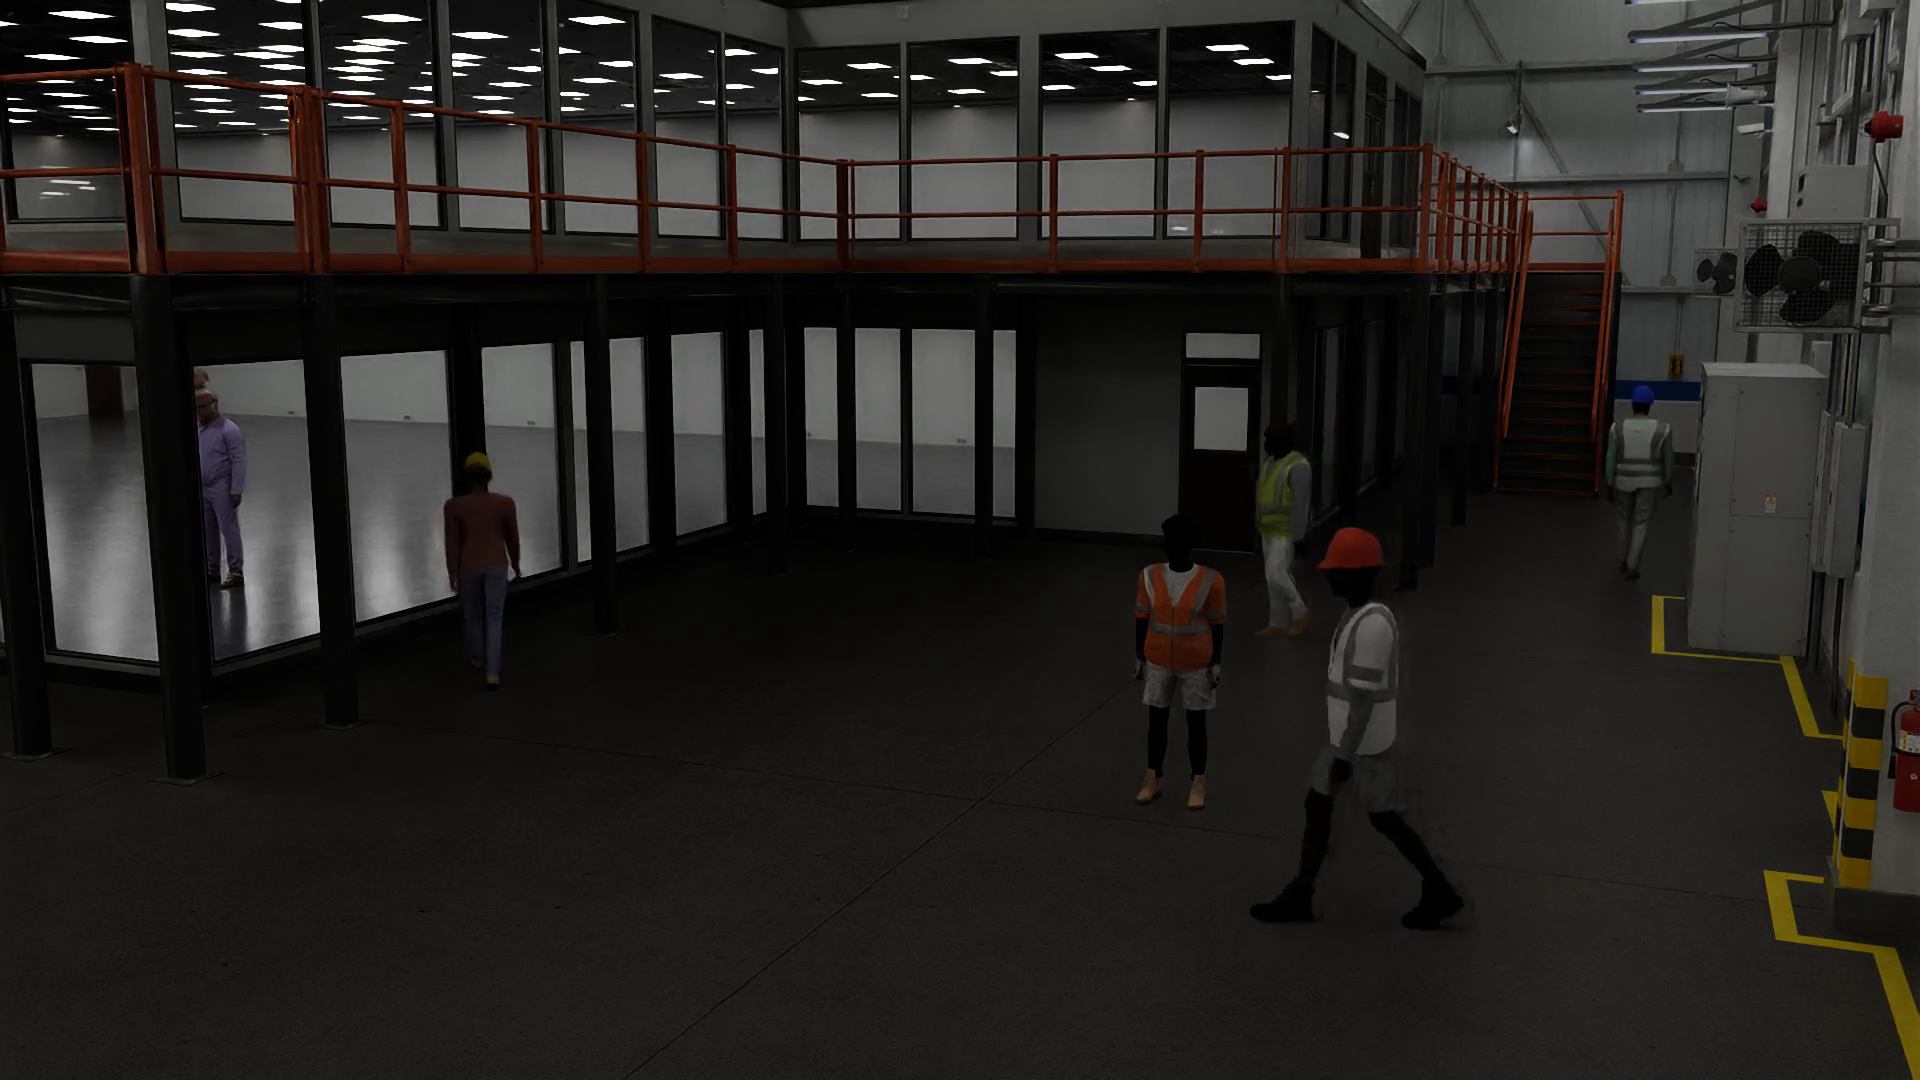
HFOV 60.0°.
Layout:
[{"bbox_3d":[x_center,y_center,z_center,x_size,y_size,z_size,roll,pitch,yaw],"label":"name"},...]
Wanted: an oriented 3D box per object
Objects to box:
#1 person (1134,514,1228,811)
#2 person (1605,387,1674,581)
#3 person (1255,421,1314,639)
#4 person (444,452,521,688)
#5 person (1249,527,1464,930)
[{"bbox_3d":[1.238,0.691,9.438,0.540,1.698,0.317,4,10,22],"label":"person"},{"bbox_3d":[6.805,-0.580,16.651,0.606,1.896,0.983,6,11,31],"label":"person"},{"bbox_3d":[2.639,-0.065,13.707,0.432,1.828,0.649,-3,10,-16],"label":"person"},{"bbox_3d":[-3.544,0.207,12.391,0.536,1.711,0.944,-2,9,-13],"label":"person"},{"bbox_3d":[1.894,0.883,7.670,0.956,1.906,0.556,0,9,-1],"label":"person"}]
